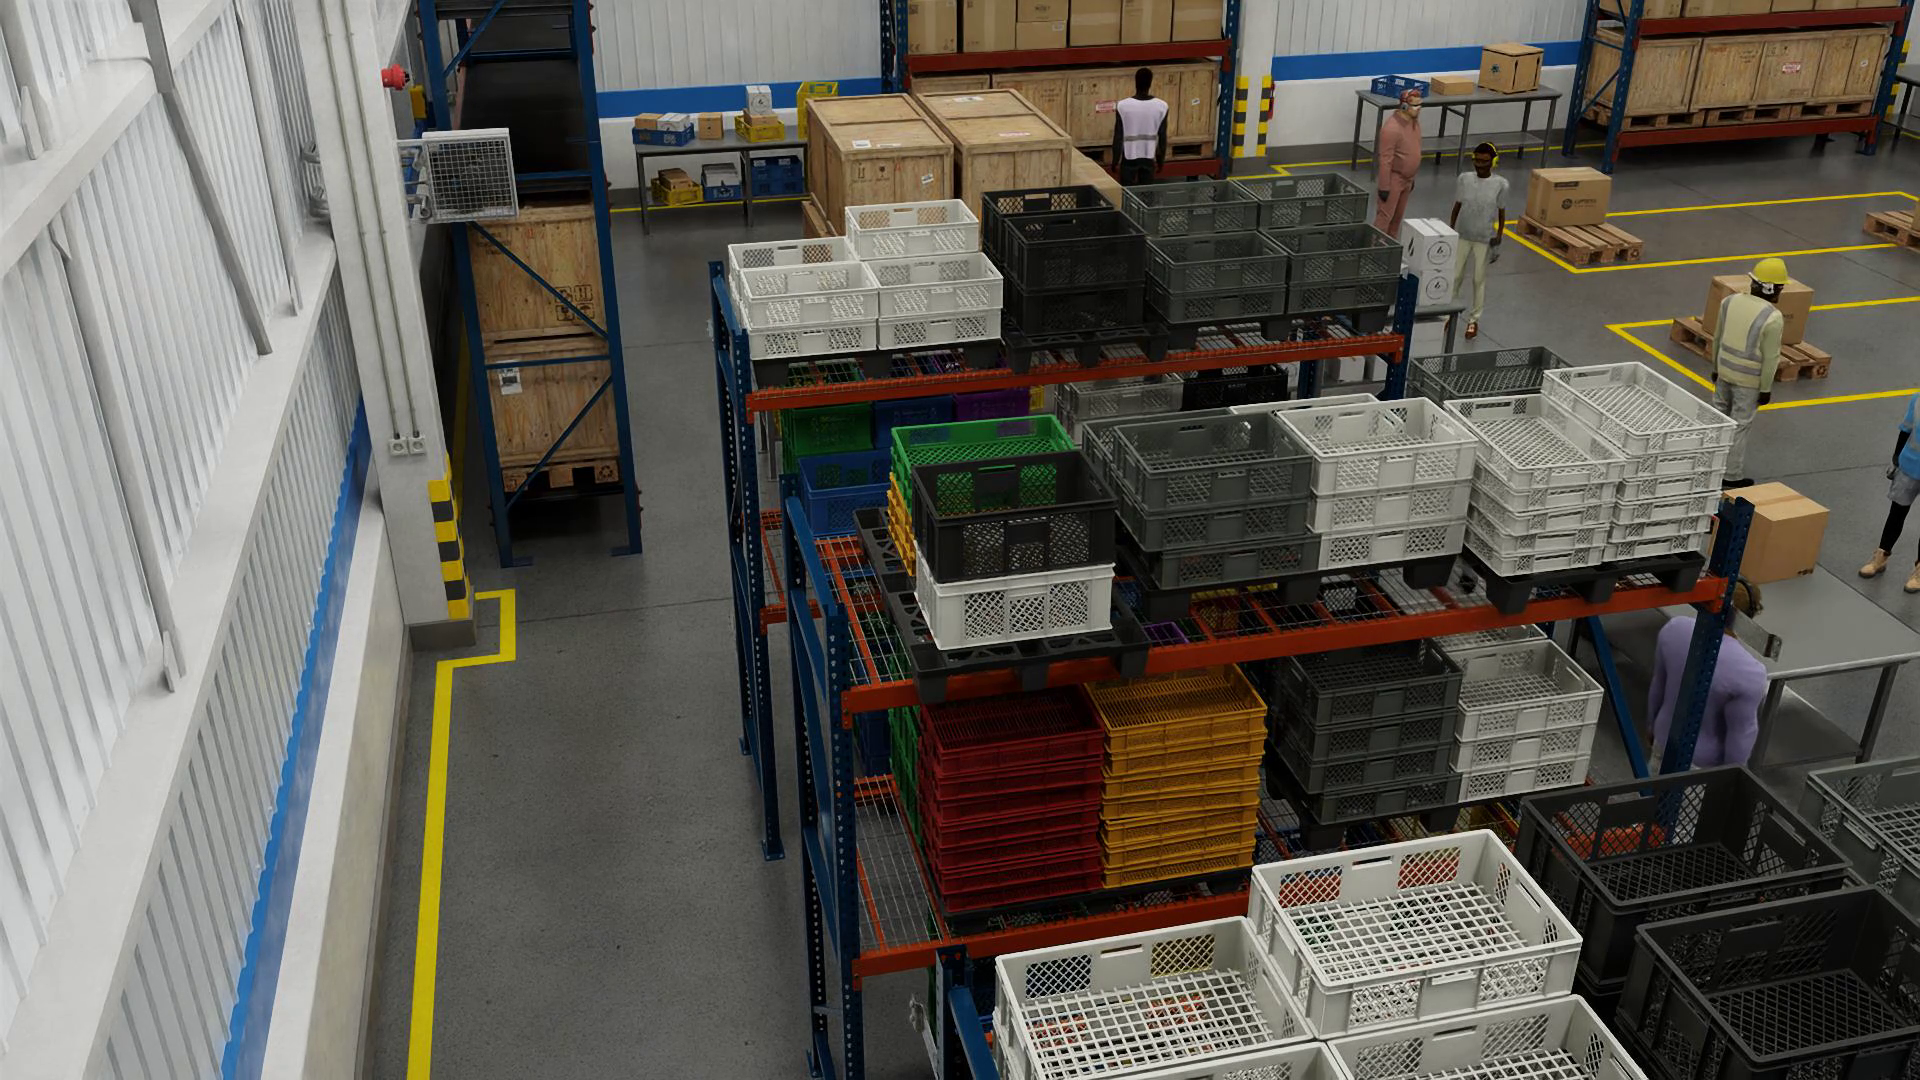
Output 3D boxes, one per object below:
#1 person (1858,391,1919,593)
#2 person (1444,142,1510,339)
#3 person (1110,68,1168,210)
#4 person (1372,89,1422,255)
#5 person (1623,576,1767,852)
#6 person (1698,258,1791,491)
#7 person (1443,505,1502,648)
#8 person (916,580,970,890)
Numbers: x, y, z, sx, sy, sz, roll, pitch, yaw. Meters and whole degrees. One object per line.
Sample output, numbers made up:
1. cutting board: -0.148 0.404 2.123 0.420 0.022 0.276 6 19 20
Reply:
1. person: 6.617 -0.456 11.366 0.319 1.692 0.533 -22 35 -35
2. person: 4.847 -2.826 15.680 0.528 1.867 0.312 16 32 28
3. person: 1.965 -4.194 18.237 0.616 1.904 0.412 -5 28 -9
4. person: 4.607 -3.775 17.452 0.399 1.900 0.645 22 35 36
5. person: 3.647 1.042 8.275 0.358 1.932 0.629 -10 29 -19
6. person: 6.027 -1.276 12.782 0.404 1.827 0.588 -9 29 -17
7. person: 3.207 0.056 10.250 0.429 1.849 0.626 12 30 21
8. person: 0.000 1.034 8.340 0.356 1.883 0.572 -22 35 -35
